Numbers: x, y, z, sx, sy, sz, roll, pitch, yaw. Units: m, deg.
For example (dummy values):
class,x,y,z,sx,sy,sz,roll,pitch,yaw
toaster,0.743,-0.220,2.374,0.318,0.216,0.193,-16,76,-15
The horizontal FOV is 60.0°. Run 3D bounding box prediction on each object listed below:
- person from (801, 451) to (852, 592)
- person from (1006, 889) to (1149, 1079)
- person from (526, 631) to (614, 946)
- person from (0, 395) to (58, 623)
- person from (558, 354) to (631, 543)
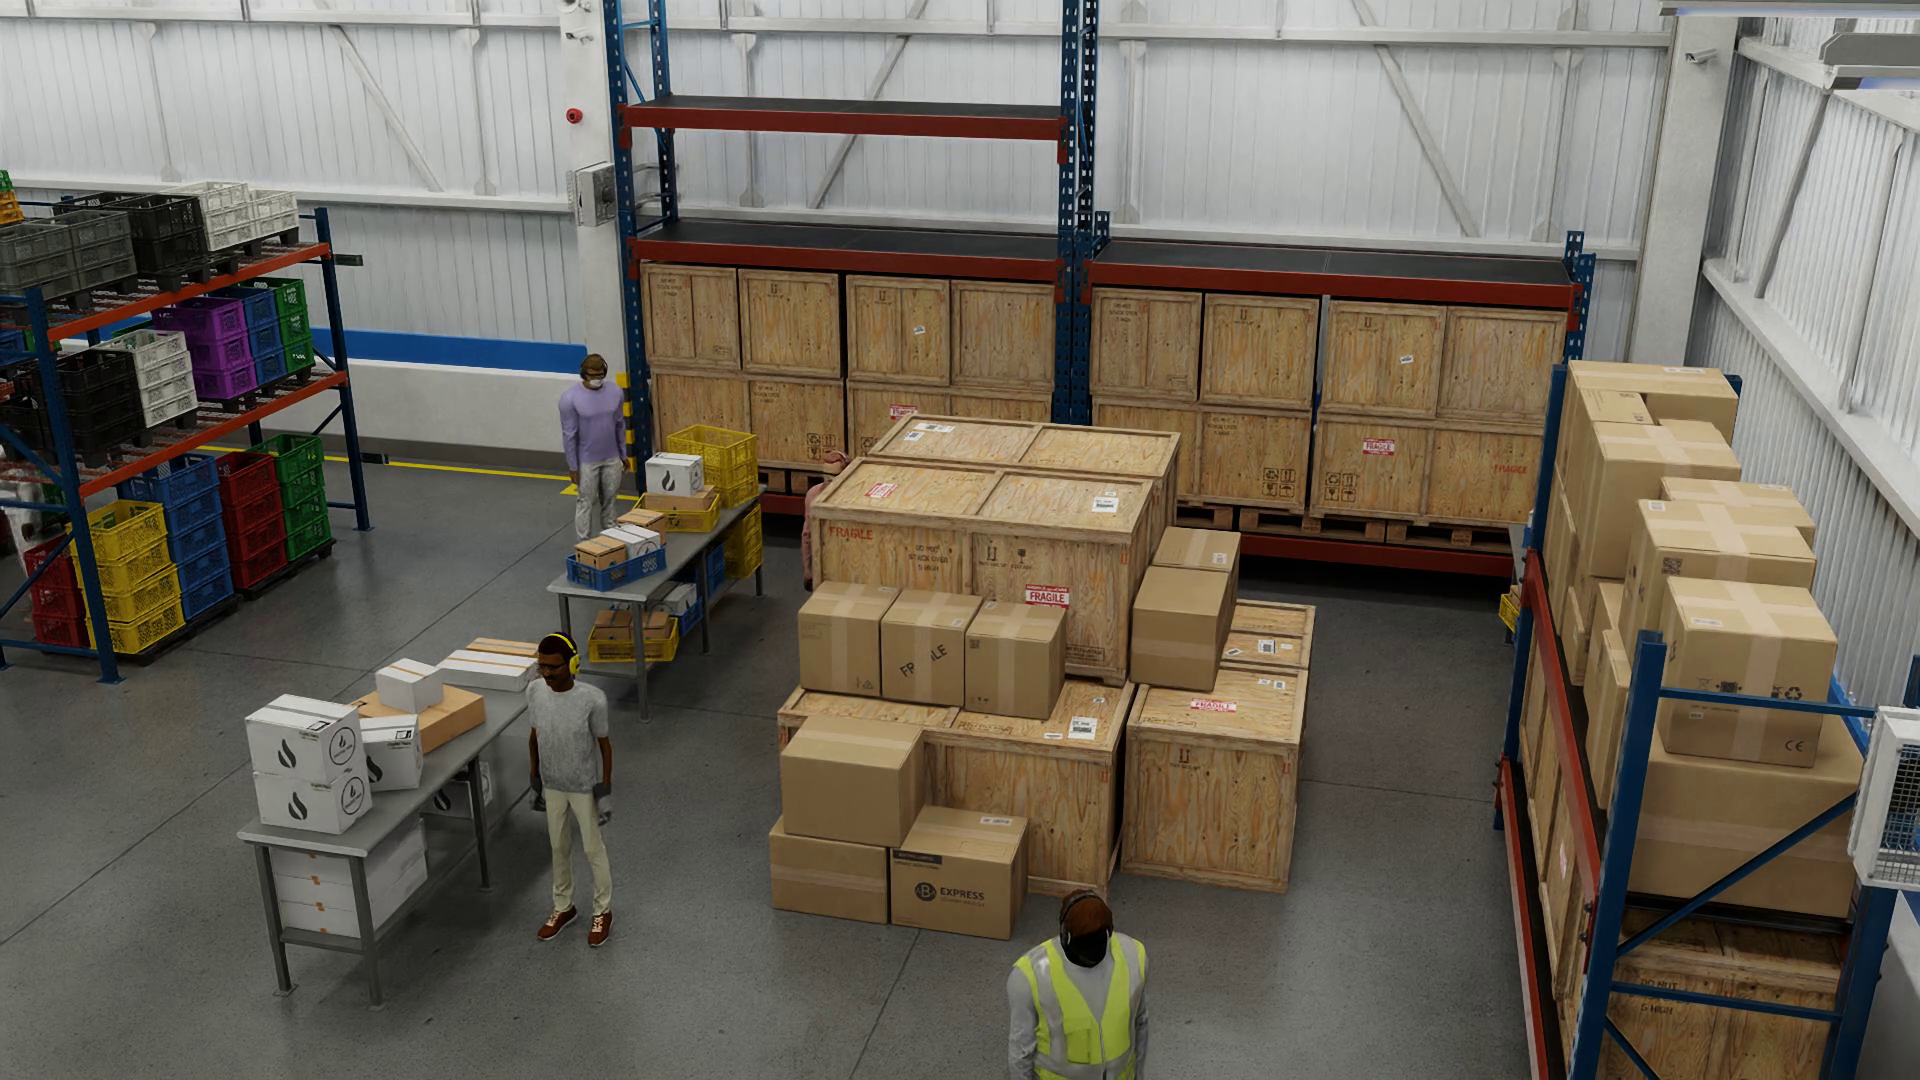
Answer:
class,x,y,z,sx,sy,sz,roll,pitch,yaw
person,-0.863,0.264,12.042,0.648,1.907,0.401,9,23,23
person,0.503,2.264,6.902,0.626,1.844,0.429,-8,22,-19
person,-2.160,1.374,9.196,0.511,1.867,0.329,5,22,13
person,-7.600,-0.260,13.448,0.357,1.882,0.581,-18,27,-39
person,-3.160,-0.695,14.519,0.627,1.933,0.375,-19,28,-40
